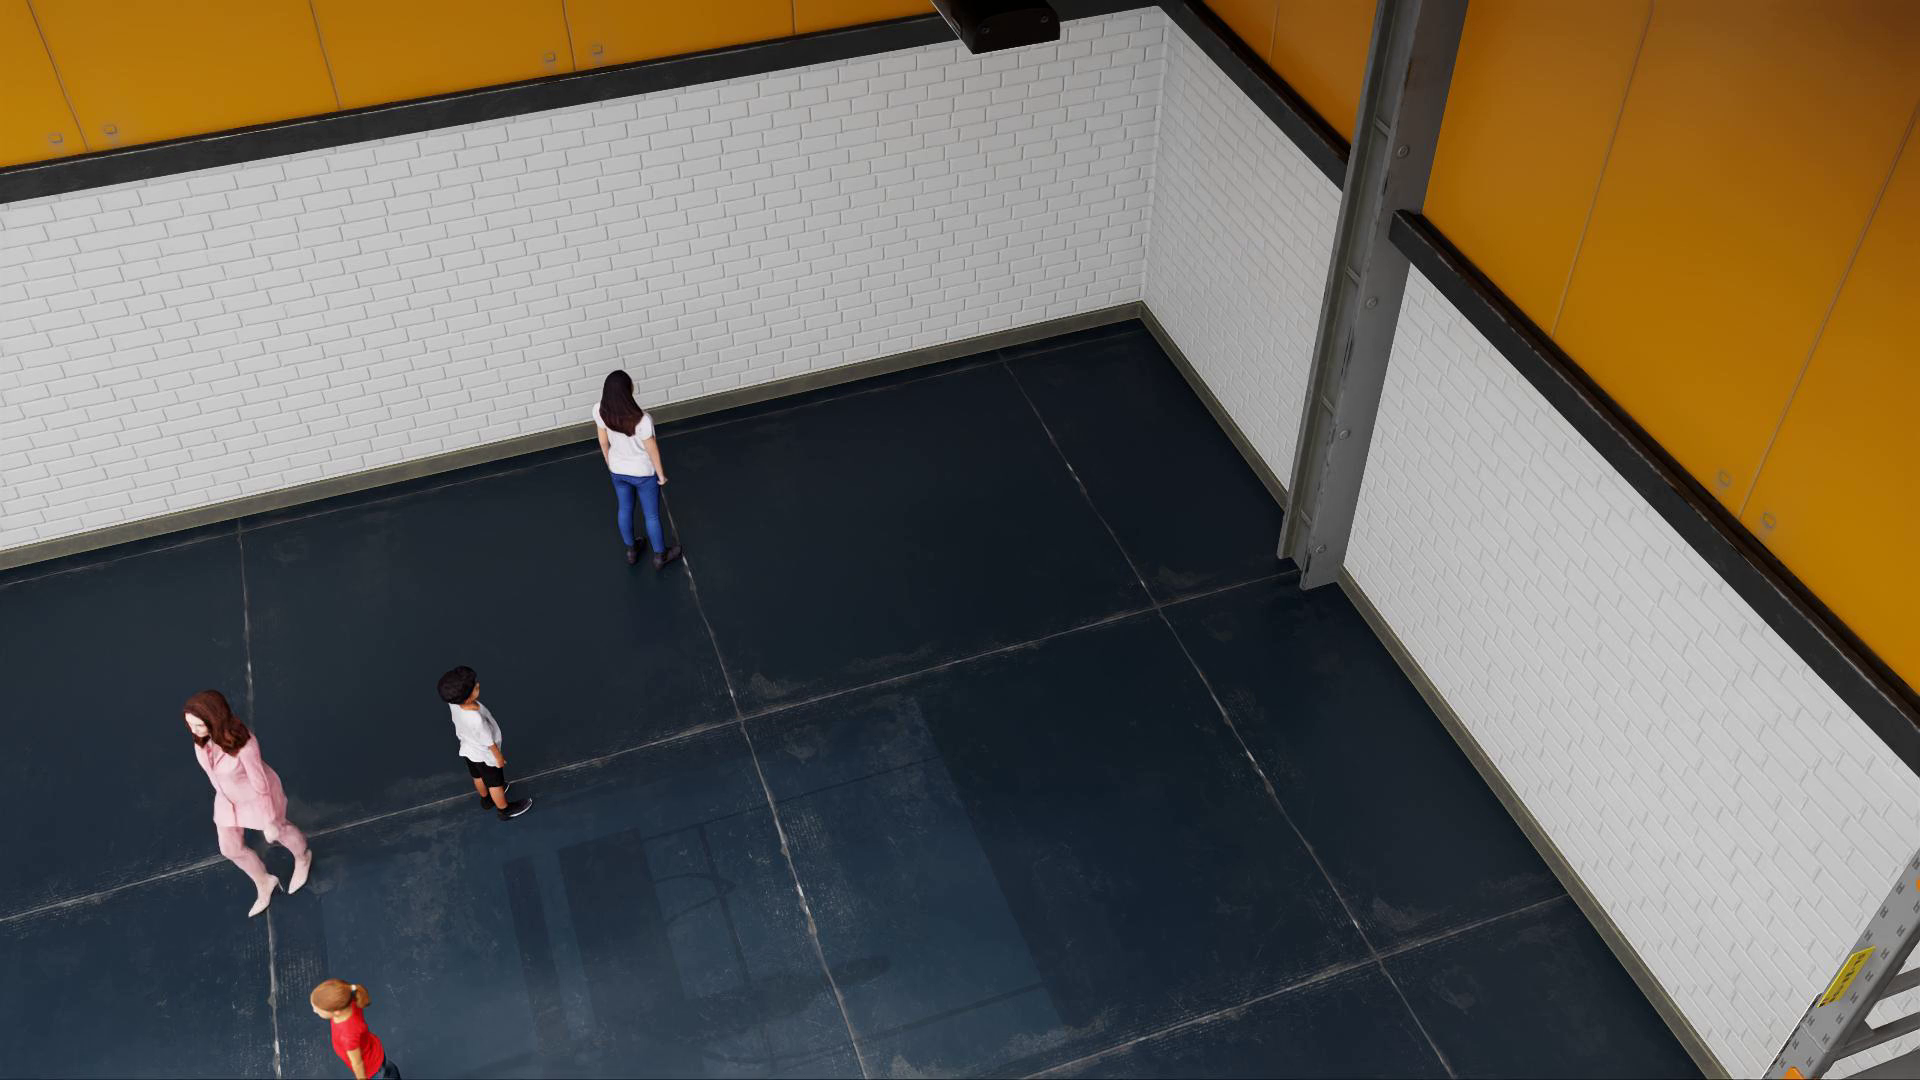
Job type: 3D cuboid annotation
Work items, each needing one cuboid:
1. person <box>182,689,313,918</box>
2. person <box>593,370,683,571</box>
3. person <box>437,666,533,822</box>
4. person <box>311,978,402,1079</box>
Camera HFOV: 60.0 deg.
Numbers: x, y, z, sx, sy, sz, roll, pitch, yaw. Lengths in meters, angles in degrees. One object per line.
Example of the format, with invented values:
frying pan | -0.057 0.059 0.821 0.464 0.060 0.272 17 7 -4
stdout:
person | -3.937 1.385 9.375 0.842 1.782 0.901 16 46 16
person | -2.234 -0.466 11.389 0.678 1.685 0.723 15 46 15
person | -2.872 1.216 9.930 0.559 1.262 0.636 30 51 27
person | -3.003 2.612 8.433 0.542 1.306 0.434 -19 47 -19
